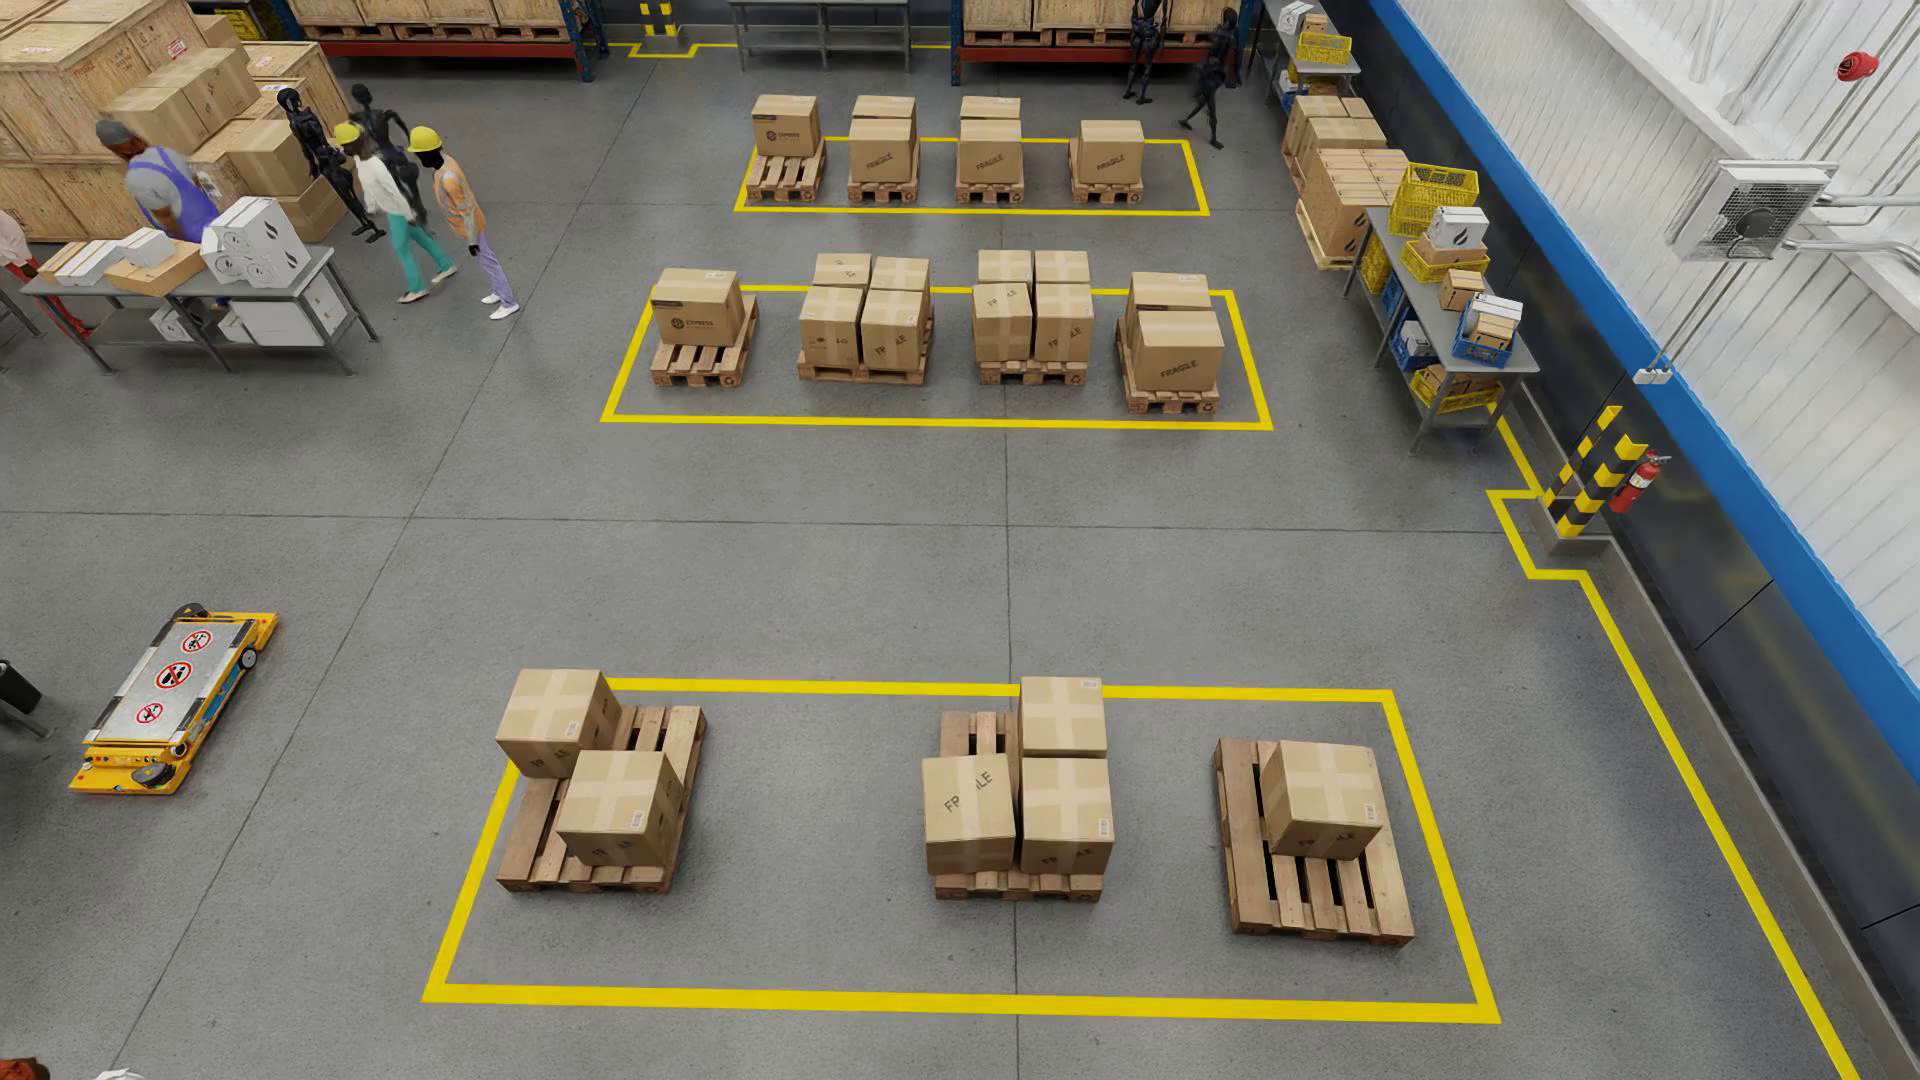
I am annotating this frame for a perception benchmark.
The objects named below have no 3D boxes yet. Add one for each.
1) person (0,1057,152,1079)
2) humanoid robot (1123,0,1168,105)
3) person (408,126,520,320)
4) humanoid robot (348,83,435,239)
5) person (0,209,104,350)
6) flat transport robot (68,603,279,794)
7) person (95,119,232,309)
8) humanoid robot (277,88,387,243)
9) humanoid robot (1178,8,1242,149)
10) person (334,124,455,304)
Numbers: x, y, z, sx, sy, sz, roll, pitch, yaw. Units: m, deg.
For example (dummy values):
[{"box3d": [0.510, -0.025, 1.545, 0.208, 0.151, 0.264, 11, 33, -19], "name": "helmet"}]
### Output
[{"box3d": [-3.601, 2.632, 4.083, 0.574, 1.882, 0.361, -16, 52, -13], "name": "person"}, {"box3d": [2.455, -6.659, 12.070, 0.320, 1.657, 0.611, -34, 58, -25], "name": "humanoid robot"}, {"box3d": [-4.770, -3.034, 8.847, 0.370, 1.928, 0.584, -23, 54, -19], "name": "person"}, {"box3d": [-6.110, -4.097, 9.931, 0.578, 1.631, 0.673, -4, 50, -3], "name": "humanoid robot"}, {"box3d": [-8.772, -2.674, 8.499, 0.621, 1.993, 0.379, 37, 59, 27], "name": "person"}, {"box3d": [-5.504, 1.072, 6.442, 0.652, 0.197, 1.431, 1, 50, 1], "name": "flat transport robot"}, {"box3d": [-7.322, -3.093, 8.825, 0.837, 2.000, 0.695, 2, 50, 2], "name": "person"}, {"box3d": [-6.779, -4.010, 9.835, 0.582, 1.650, 0.330, 28, 55, 22], "name": "humanoid robot"}, {"box3d": [3.118, -5.776, 11.372, 0.768, 1.633, 0.602, 35, 58, 26], "name": "humanoid robot"}, {"box3d": [-5.762, -3.270, 9.178, 0.801, 1.727, 0.515, -37, 59, -27], "name": "person"}]
